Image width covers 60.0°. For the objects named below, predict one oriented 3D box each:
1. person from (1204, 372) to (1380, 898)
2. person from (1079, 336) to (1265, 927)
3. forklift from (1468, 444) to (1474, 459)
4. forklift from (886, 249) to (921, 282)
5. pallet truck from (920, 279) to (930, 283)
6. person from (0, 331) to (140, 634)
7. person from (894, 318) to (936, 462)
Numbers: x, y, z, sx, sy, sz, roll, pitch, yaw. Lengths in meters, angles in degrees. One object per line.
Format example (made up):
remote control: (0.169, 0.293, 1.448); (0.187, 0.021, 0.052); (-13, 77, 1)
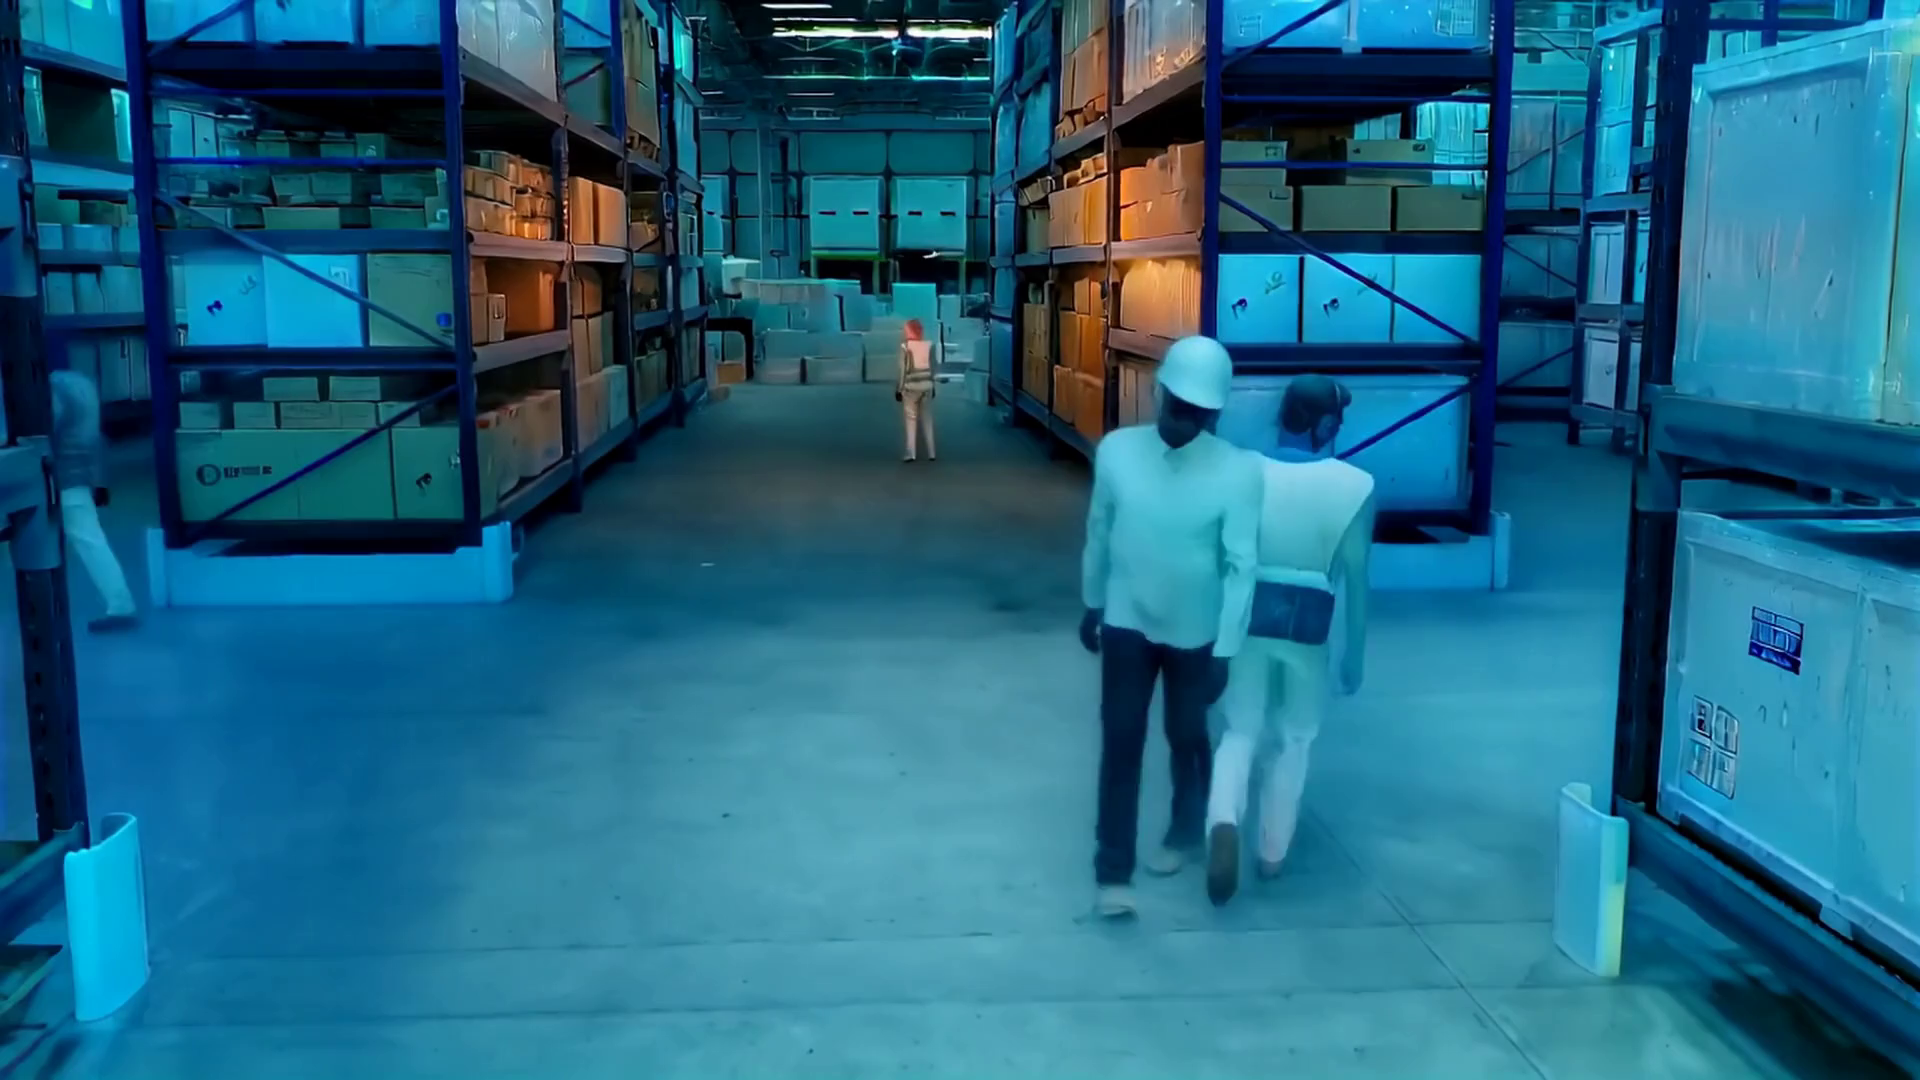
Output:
person: (1.082, 0.341, 5.612); (0.615, 1.804, 0.725); (3, 10, 20)
person: (0.642, 0.298, 5.456); (0.679, 1.921, 0.980); (4, 10, 23)
forklift: (5.315, -2.403, 19.422); (1.129, 2.768, 1.873); (-1, 9, -4)
forklift: (-1.537, -6.556, 45.497); (1.129, 2.768, 1.873); (-2, 9, -13)
pallet truck: (-0.932, -8.922, 63.114); (1.885, 1.965, 0.823); (2, 9, 13)
person: (-5.344, -0.327, 9.792); (0.971, 1.787, 0.644); (-1, 9, -8)
person: (-0.504, -1.697, 18.898); (0.530, 1.630, 0.328); (-7, 11, -36)
